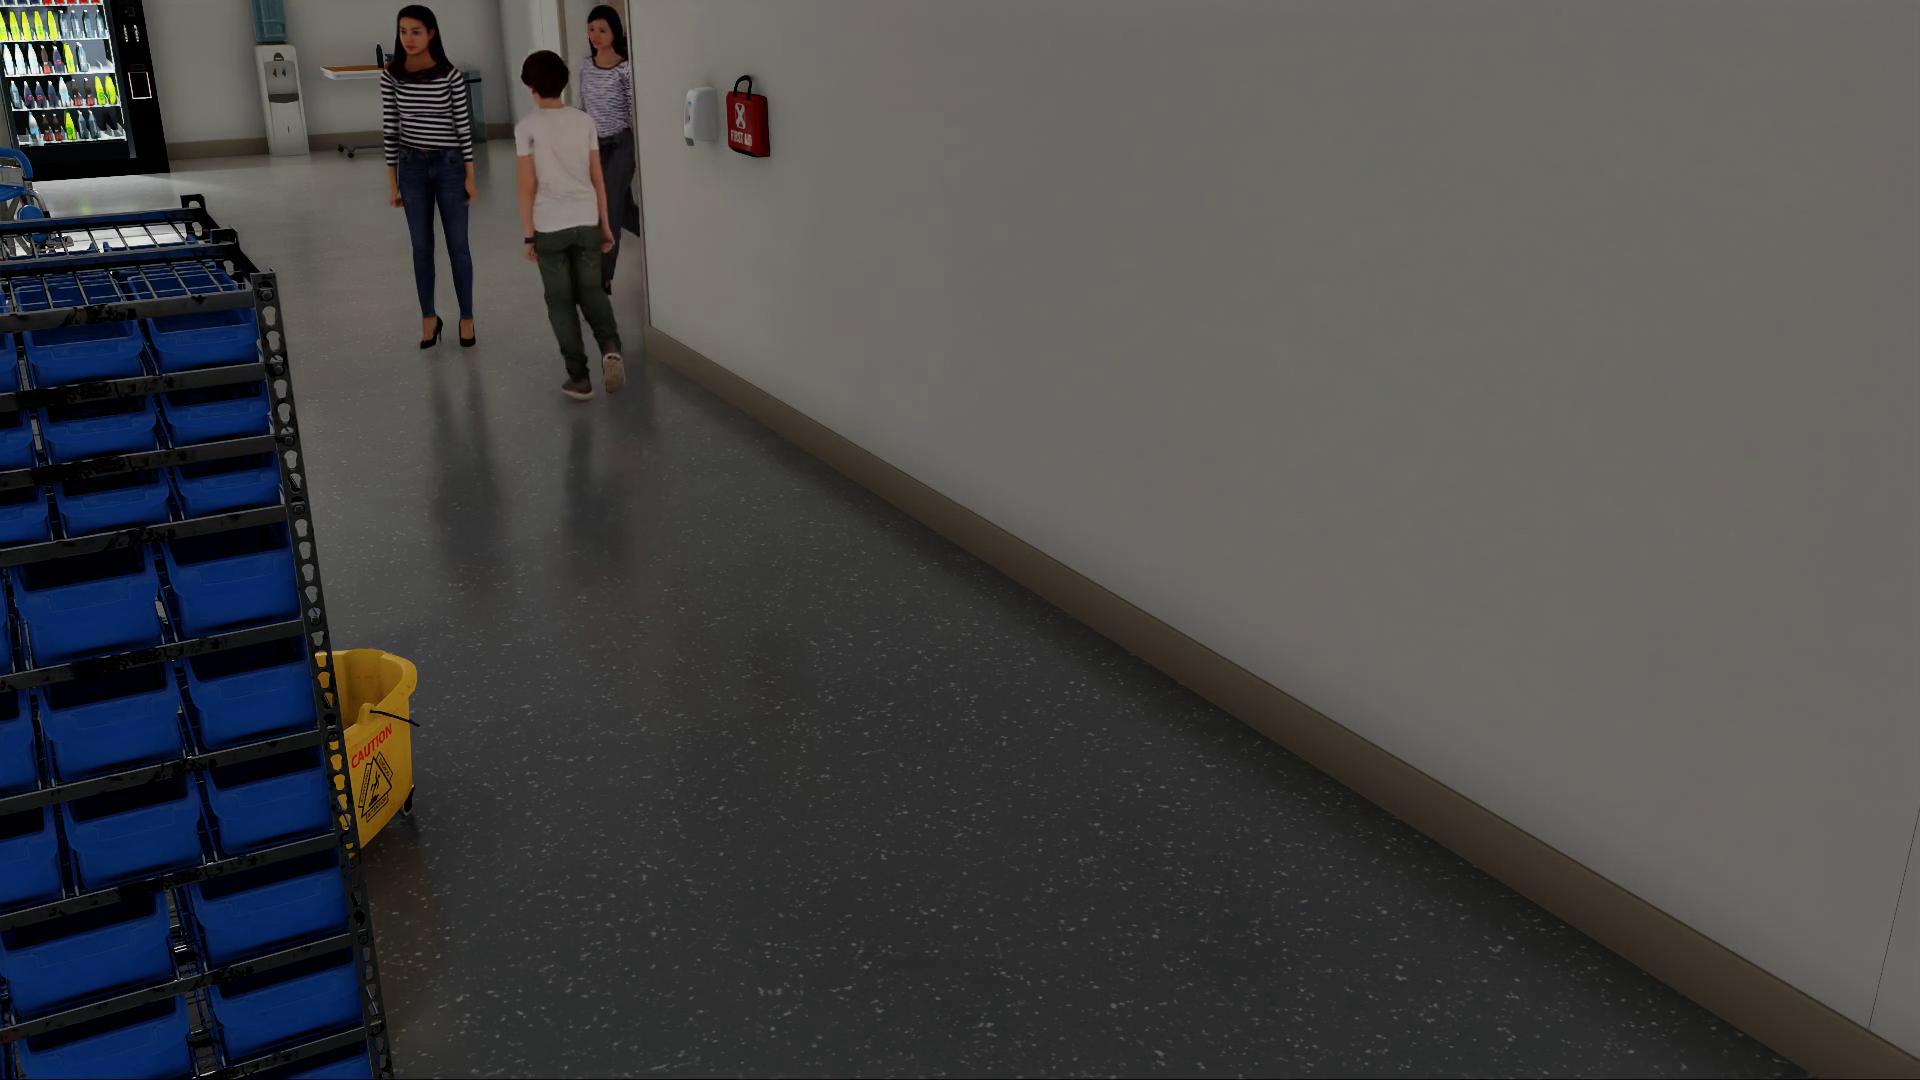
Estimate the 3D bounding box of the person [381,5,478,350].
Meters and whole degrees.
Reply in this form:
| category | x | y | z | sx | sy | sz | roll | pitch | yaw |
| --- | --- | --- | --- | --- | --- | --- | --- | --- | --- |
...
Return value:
| category | x | y | z | sx | sy | sz | roll | pitch | yaw |
| --- | --- | --- | --- | --- | --- | --- | --- | --- | --- |
| person | -2.789 | -1.905 | 8.825 | 0.585 | 1.794 | 0.728 | -3 | 21 | -7 |

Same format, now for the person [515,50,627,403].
| category | x | y | z | sx | sy | sz | roll | pitch | yaw |
| --- | --- | --- | --- | --- | --- | --- | --- | --- | --- |
| person | -1.805 | -1.415 | 7.750 | 0.779 | 1.639 | 0.644 | -11 | 23 | -27 |
